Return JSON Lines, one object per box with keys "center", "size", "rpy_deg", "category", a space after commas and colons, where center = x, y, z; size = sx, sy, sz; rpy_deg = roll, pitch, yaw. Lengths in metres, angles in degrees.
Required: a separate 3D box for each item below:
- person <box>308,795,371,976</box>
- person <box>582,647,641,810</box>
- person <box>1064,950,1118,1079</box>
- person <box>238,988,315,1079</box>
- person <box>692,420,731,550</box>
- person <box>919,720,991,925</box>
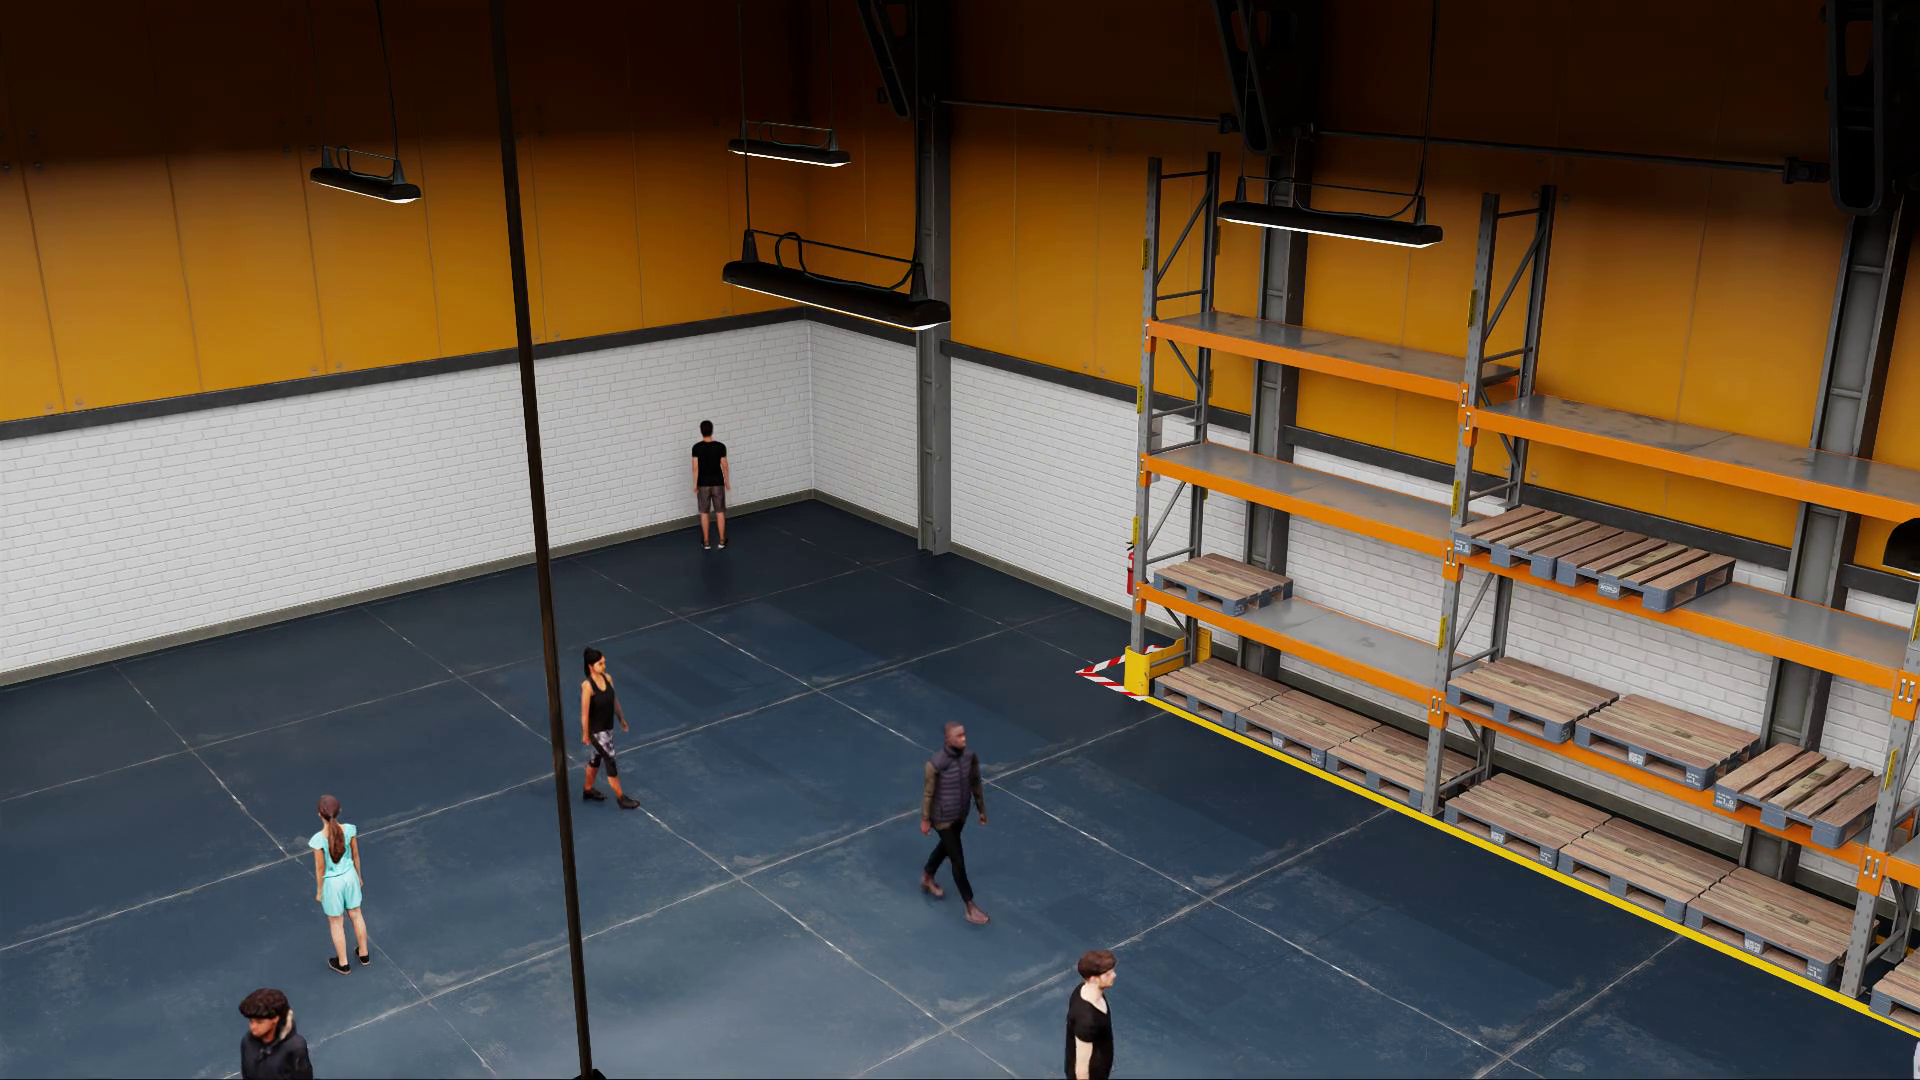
{"center": [-5.065, 2.786, 13.552], "size": [0.537, 1.558, 0.561], "rpy_deg": [17, 25, 42], "category": "person"}
{"center": [-3.598, 1.826, 16.281], "size": [1.016, 1.637, 0.881], "rpy_deg": [5, 19, 15], "category": "person"}
{"center": [0.740, 3.522, 10.888], "size": [1.190, 1.864, 1.145], "rpy_deg": [1, 19, 3], "category": "person"}
{"center": [-4.333, 3.619, 10.765], "size": [1.049, 1.759, 1.077], "rpy_deg": [3, 19, 8], "category": "person"}
{"center": [-3.564, -0.797, 23.719], "size": [0.767, 1.861, 0.752], "rpy_deg": [-3, 19, -10], "category": "person"}
{"center": [-0.134, 2.378, 14.403], "size": [0.750, 1.788, 1.179], "rpy_deg": [-17, 25, -41], "category": "person"}
